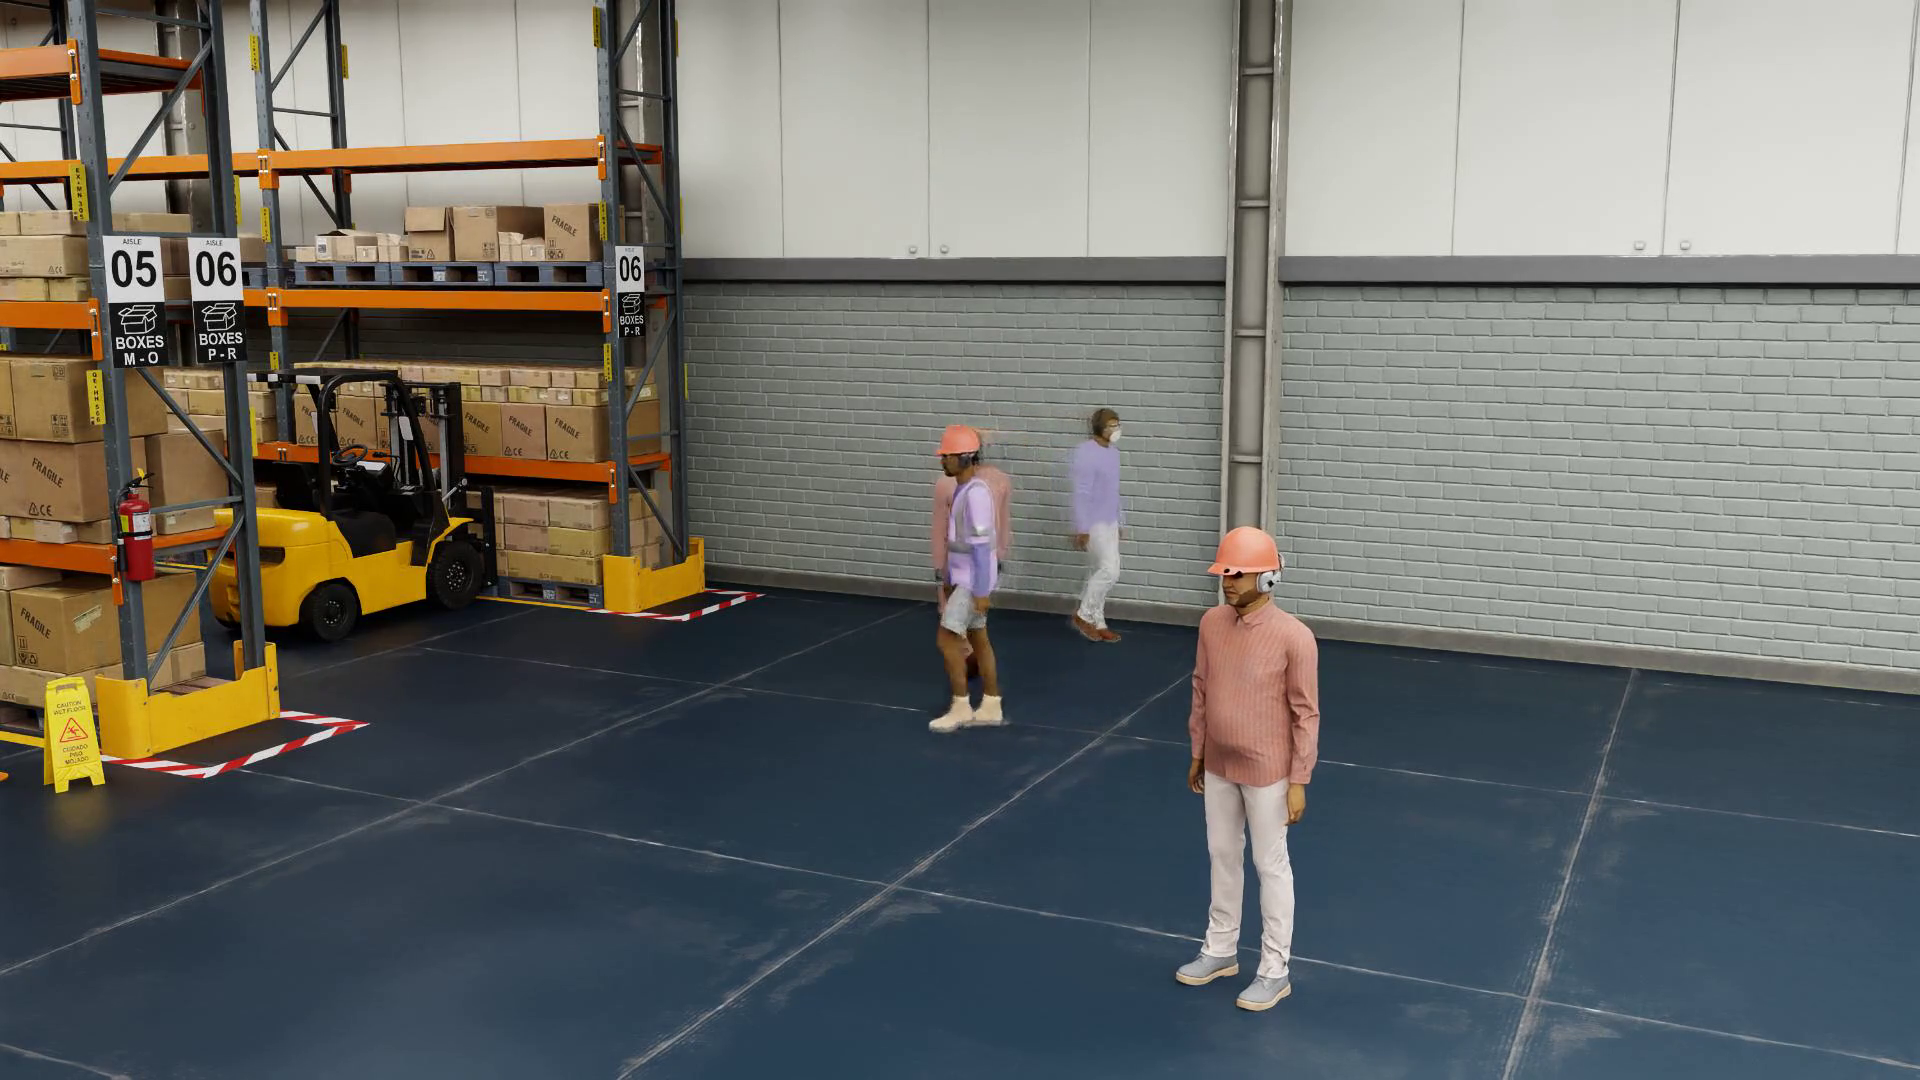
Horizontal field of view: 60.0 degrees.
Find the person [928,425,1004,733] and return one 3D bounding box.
[{"bbox_3d":[-0.006,0.259,10.895,0.688,2.016,0.636,-1,9,-7],"label":"person"}]

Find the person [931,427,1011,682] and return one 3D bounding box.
[{"bbox_3d":[0.087,0.125,12.123,0.649,1.889,0.616,-5,10,-27],"label":"person"}]

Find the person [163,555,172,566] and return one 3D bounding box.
[{"bbox_3d":[-6.484,0.042,12.860,0.906,1.803,0.595,5,10,28],"label":"person"}]

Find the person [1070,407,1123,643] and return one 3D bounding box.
[{"bbox_3d":[1.158,-0.110,13.433,0.435,1.928,0.652,5,10,27],"label":"person"}]

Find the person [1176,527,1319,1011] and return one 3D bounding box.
[{"bbox_3d":[1.178,0.929,6.868,0.389,1.992,0.625,-8,12,-39],"label":"person"}]
